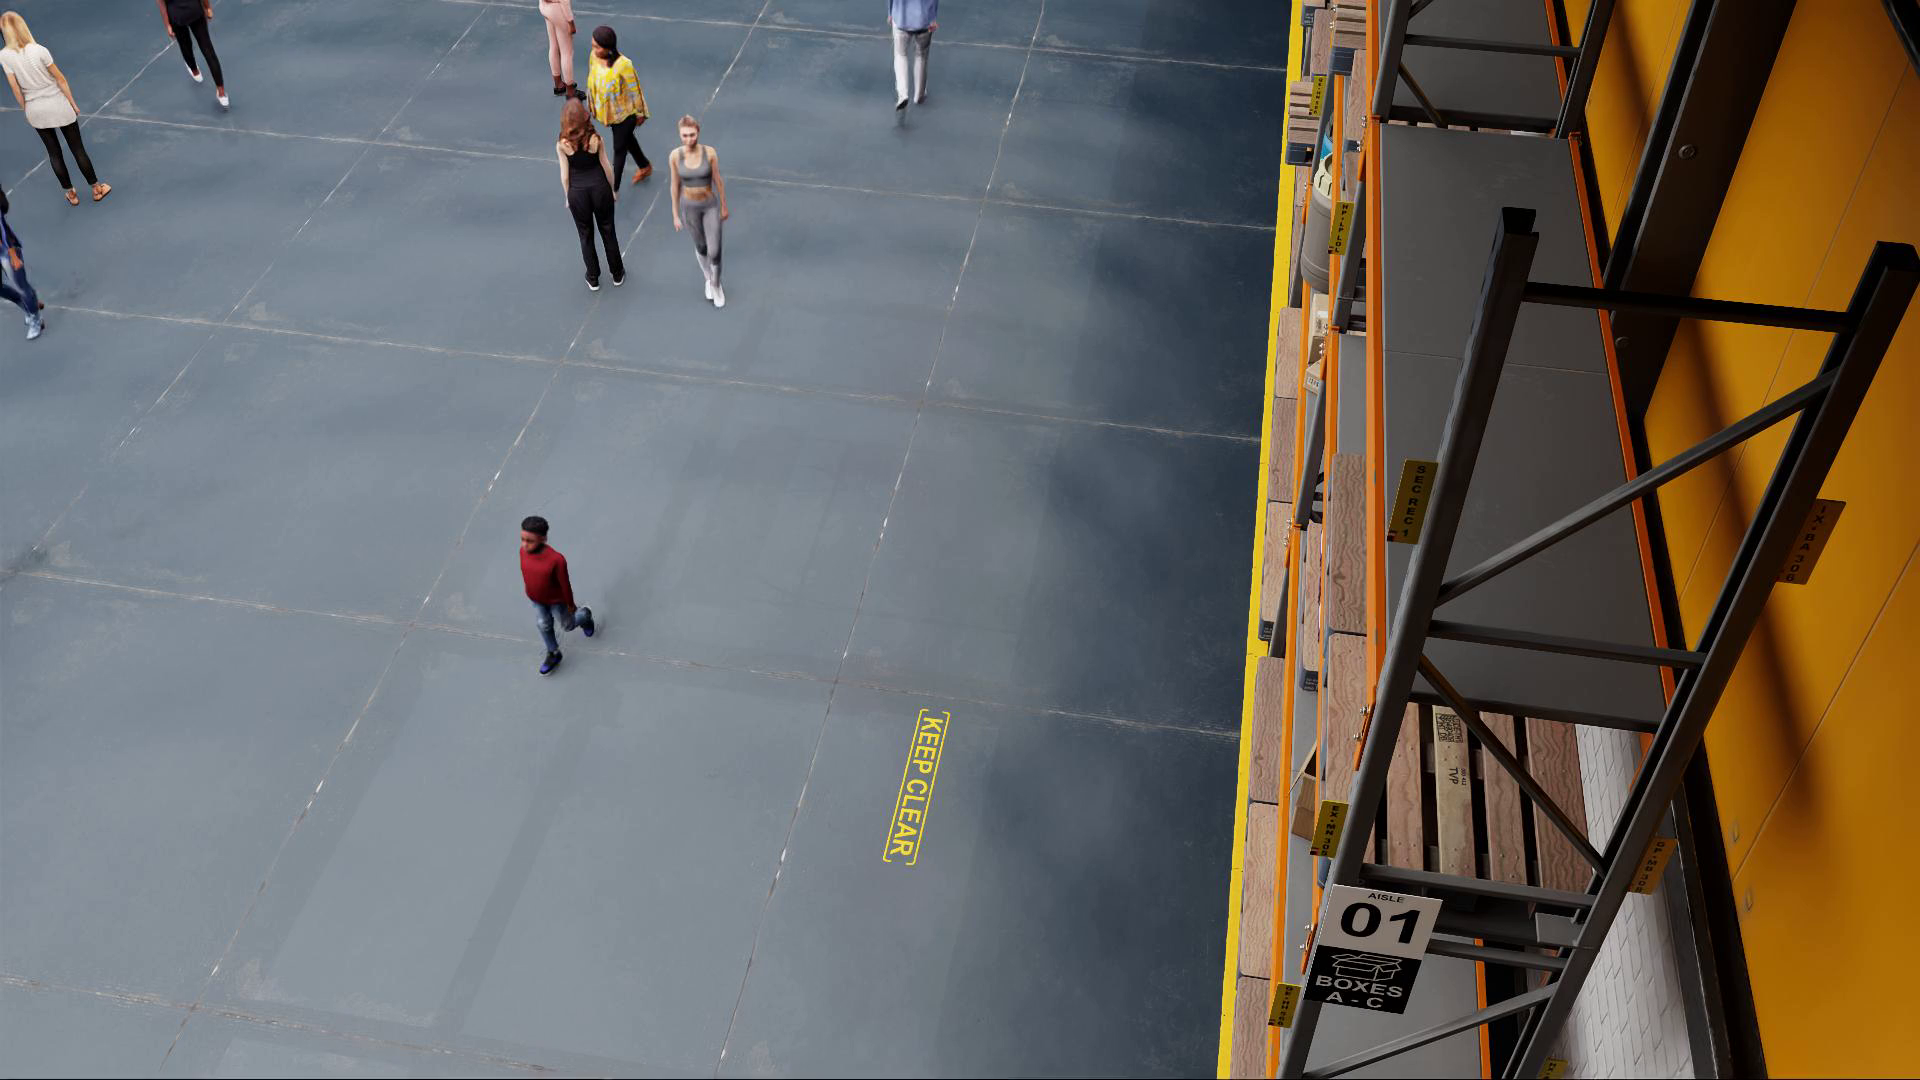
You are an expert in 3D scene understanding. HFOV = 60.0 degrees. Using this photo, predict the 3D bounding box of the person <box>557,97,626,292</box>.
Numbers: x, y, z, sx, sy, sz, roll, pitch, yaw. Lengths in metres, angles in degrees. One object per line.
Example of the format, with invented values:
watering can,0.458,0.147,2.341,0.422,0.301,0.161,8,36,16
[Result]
person,-3.076,-2.868,13.809,0.656,1.747,0.665,-12,45,-12

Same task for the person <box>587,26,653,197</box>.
person,-3.004,-3.875,14.961,0.996,1.616,1.150,28,50,26

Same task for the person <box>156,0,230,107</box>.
person,-7.458,-5.025,16.122,1.137,1.680,1.221,-24,48,-23

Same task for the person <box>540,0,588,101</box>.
person,-3.928,-5.111,16.183,0.735,1.720,0.701,-31,52,-29

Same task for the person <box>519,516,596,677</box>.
person,-2.641,0.313,10.837,0.582,1.242,0.774,15,46,15

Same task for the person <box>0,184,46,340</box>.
person,-7.681,-2.362,13.376,0.637,1.611,0.604,10,45,11

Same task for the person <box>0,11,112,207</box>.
person,-8.075,-3.815,14.746,0.671,1.826,0.672,-12,45,-12

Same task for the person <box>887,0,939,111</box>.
person,-0.468,-4.981,15.932,0.701,1.879,0.885,3,44,3

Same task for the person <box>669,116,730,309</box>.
person,-2.142,-2.767,13.741,0.674,1.694,0.712,-3,44,-3
